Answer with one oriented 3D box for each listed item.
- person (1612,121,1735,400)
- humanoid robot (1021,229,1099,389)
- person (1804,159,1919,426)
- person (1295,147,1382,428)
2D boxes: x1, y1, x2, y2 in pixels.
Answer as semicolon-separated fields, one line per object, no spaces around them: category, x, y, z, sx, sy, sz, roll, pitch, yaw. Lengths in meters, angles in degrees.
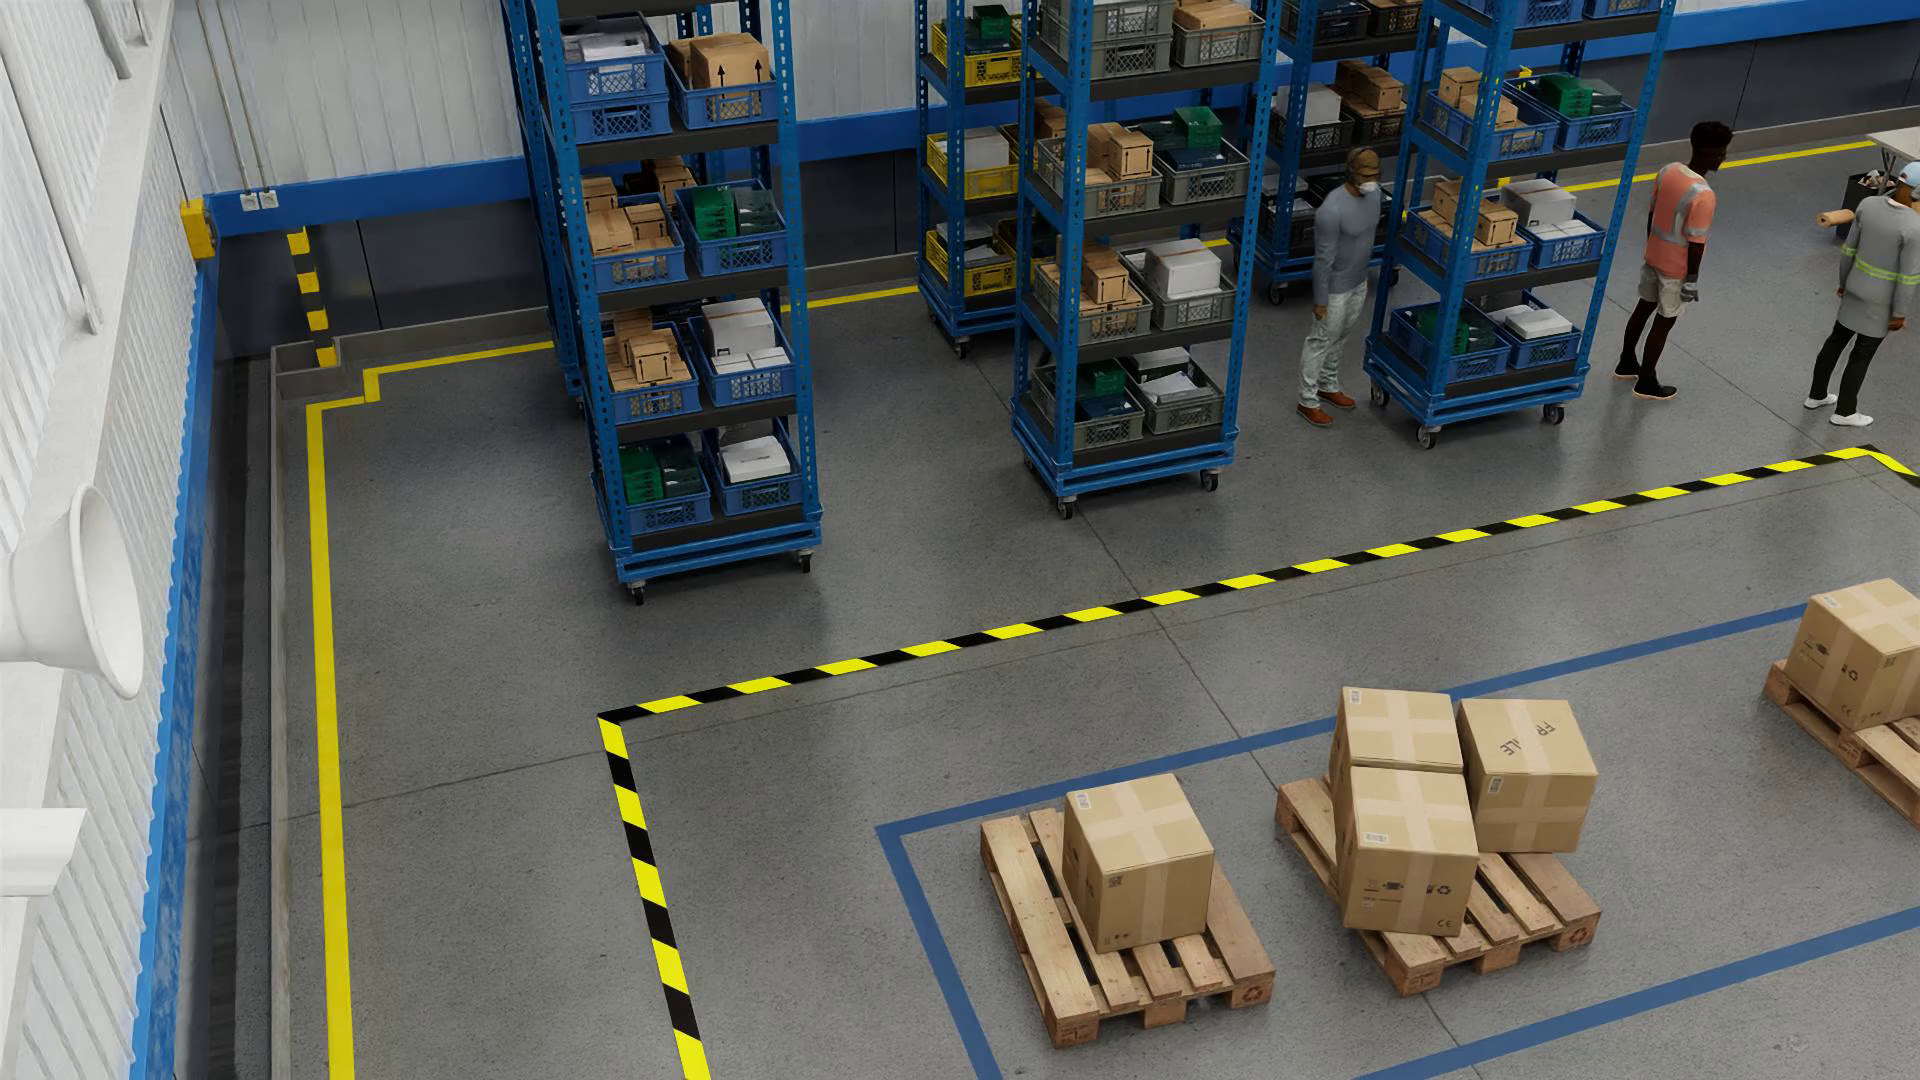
person;4.836;-1.893;11.267;0.361;1.963;0.613;-5;35;-7
humanoid robot;0.790;-1.669;11.230;0.756;1.624;0.583;8;36;11
person;6.053;-1.628;10.994;0.395;1.848;0.586;-11;37;-15
person;2.522;-1.683;10.995;0.355;1.936;0.634;27;43;33
